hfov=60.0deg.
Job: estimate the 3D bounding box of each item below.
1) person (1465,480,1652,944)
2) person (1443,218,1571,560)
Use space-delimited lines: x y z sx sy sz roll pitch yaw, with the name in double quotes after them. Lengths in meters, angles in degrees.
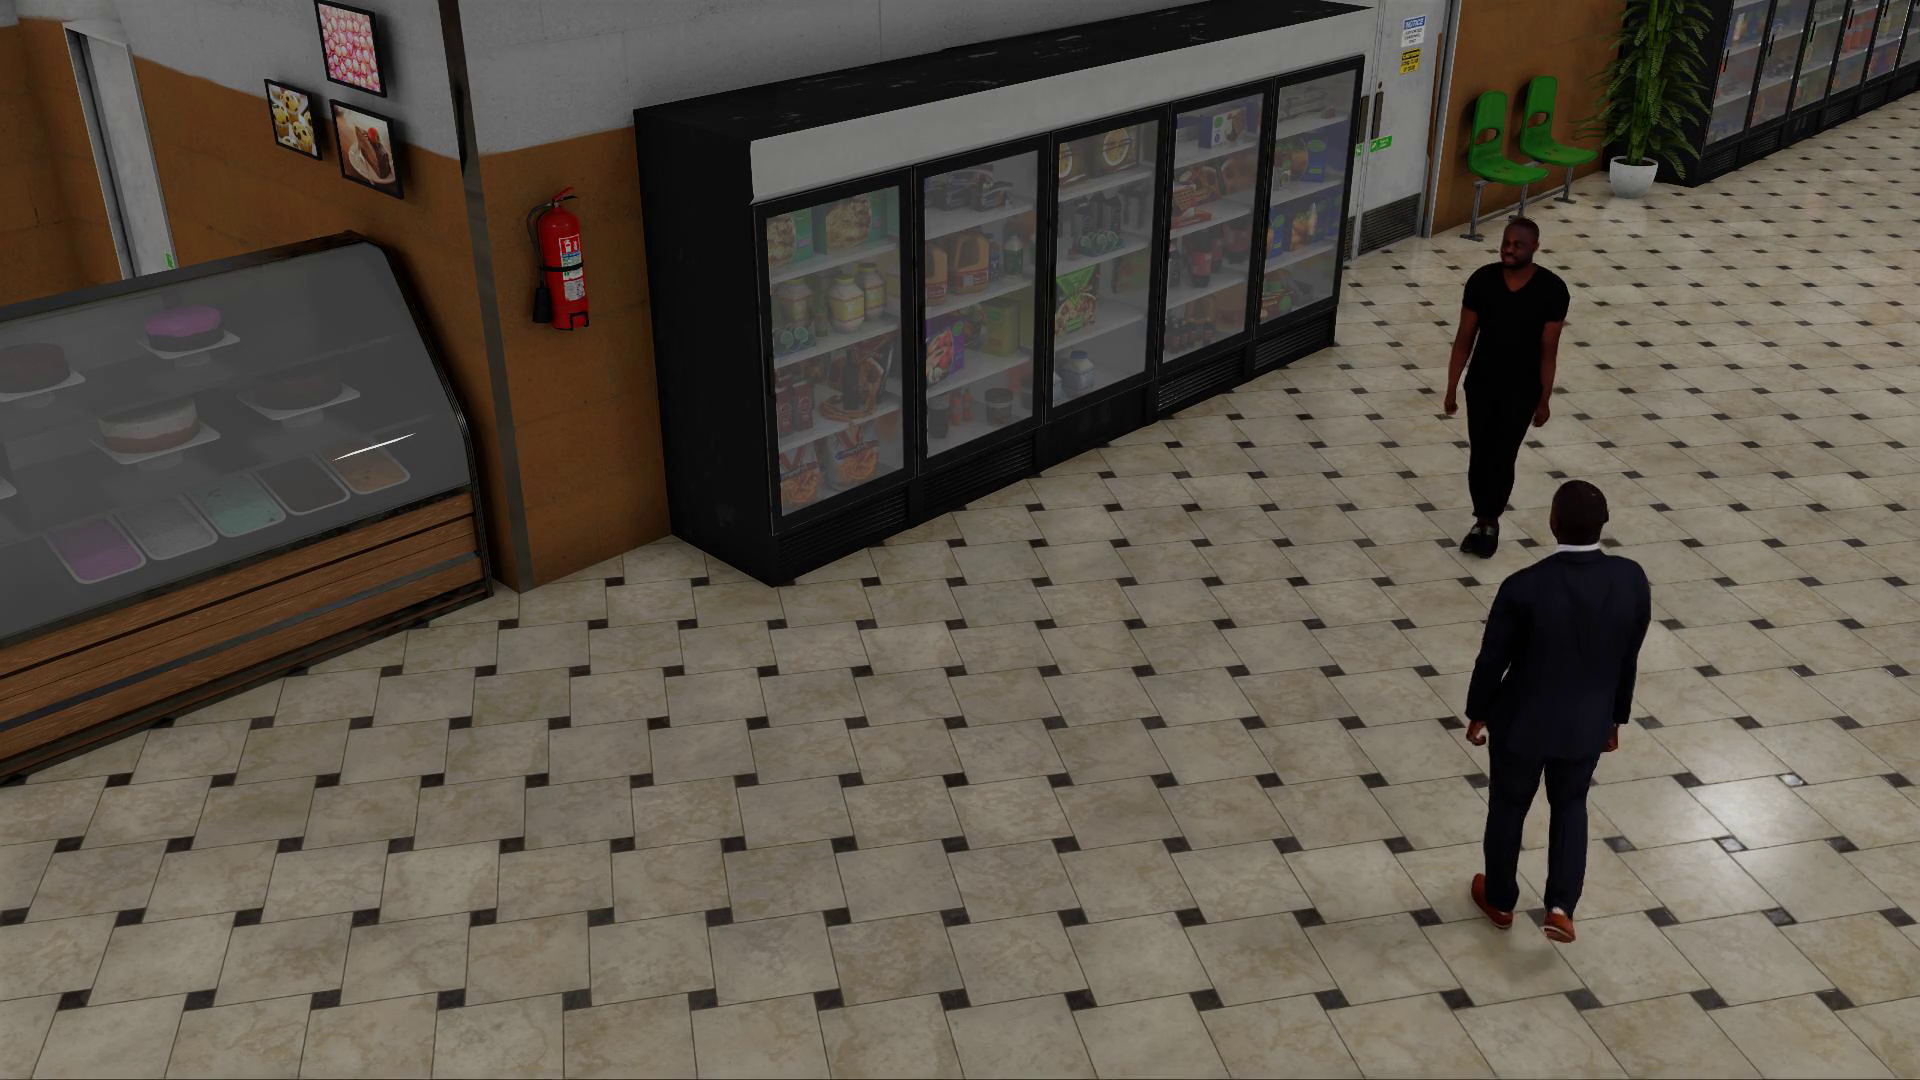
2.051 0.665 5.713 0.932 1.812 0.990 2 27 3 "person"
2.826 -0.787 8.584 0.642 1.806 0.781 18 32 31 "person"
